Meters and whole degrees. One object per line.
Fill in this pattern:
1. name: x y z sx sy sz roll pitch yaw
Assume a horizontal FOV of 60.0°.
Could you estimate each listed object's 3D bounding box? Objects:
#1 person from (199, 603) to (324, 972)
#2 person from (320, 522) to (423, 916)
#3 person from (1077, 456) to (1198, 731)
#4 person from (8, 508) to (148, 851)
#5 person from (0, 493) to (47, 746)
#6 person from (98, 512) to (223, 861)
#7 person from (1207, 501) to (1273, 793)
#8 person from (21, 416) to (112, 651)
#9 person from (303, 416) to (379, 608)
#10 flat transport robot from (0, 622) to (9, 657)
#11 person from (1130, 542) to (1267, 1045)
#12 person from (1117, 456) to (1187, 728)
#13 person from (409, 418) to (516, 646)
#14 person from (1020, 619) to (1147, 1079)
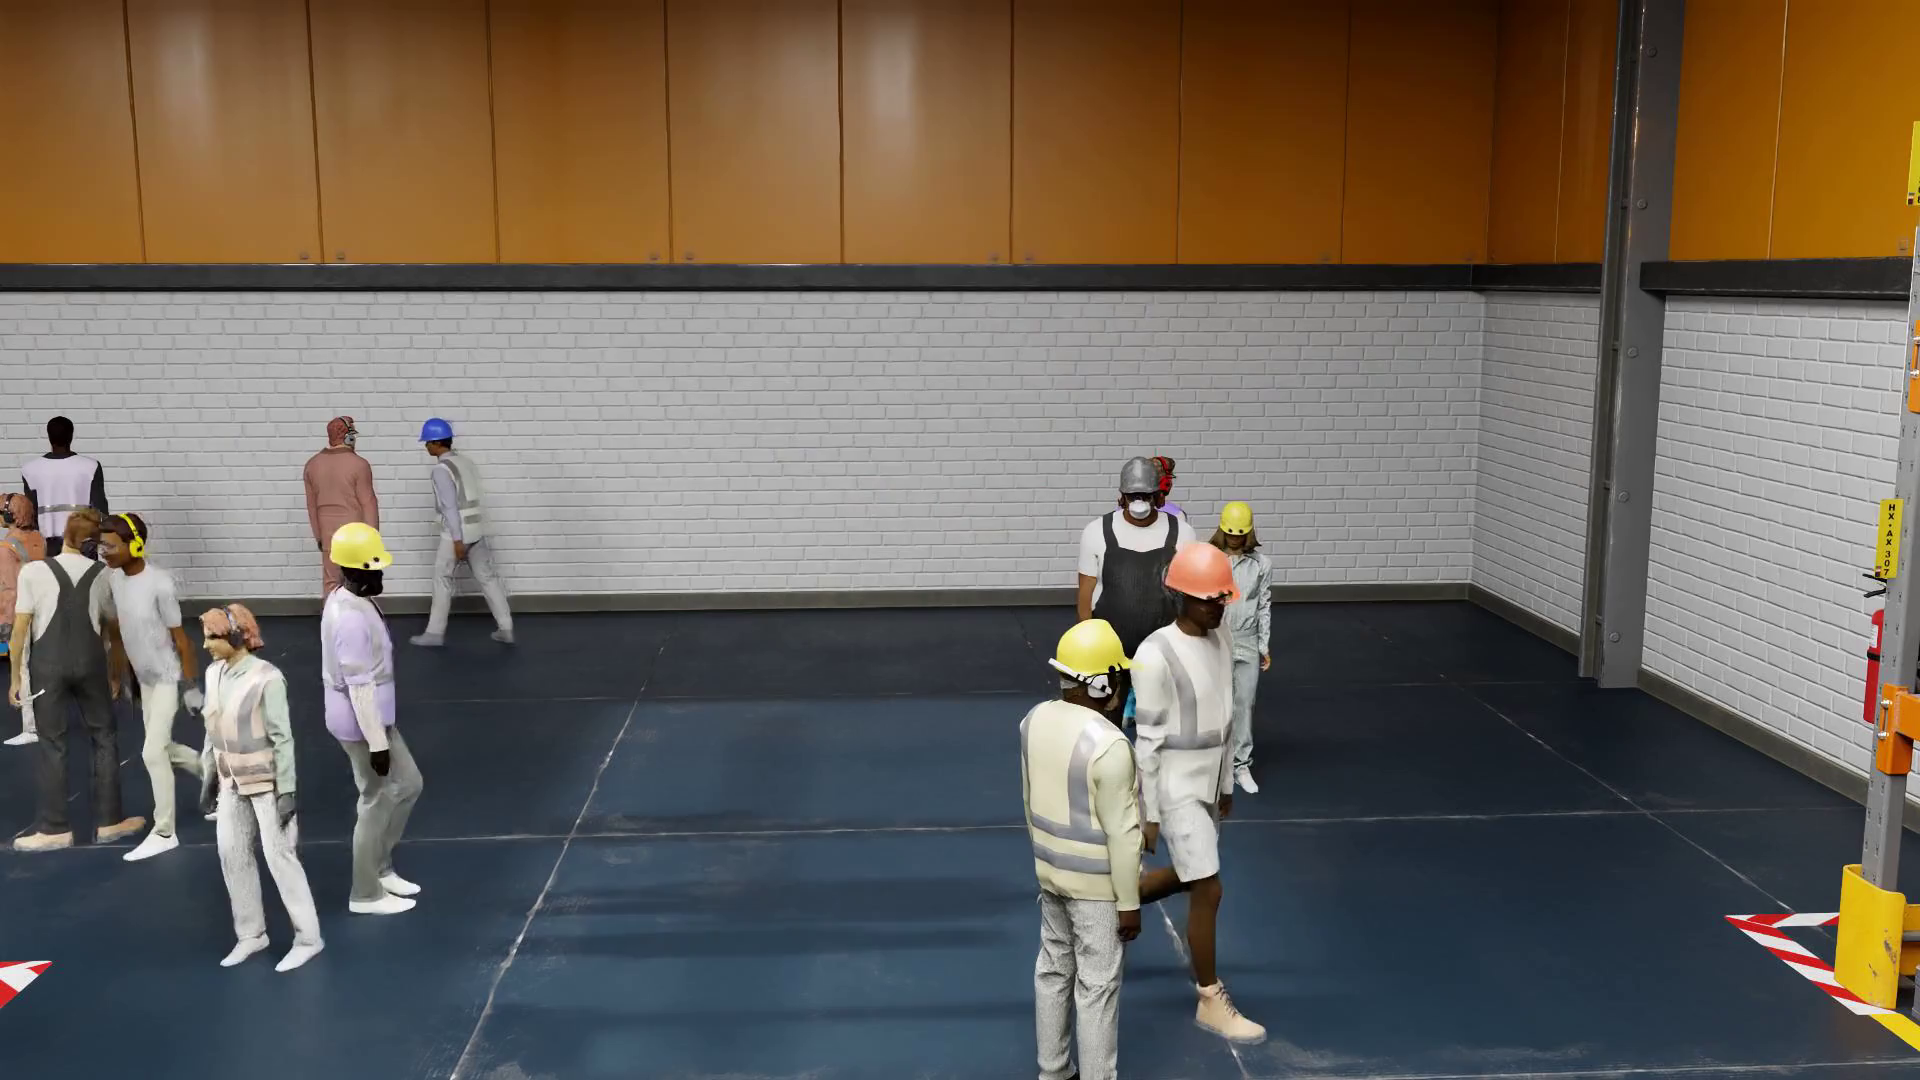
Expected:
1. person: -3.092 1.076 7.274 0.525 1.616 0.379 6 11 31
2. person: -2.731 0.844 7.848 0.493 1.897 0.629 -3 9 -17
3. person: 1.004 0.539 9.332 0.685 2.000 0.535 0 9 1
4. person: -4.757 0.744 8.816 0.659 1.808 0.343 -7 11 -37
5. person: -6.065 0.506 10.794 0.306 1.640 0.523 -1 9 -6
6. person: -4.174 0.729 8.849 0.537 1.832 0.733 6 11 33
7. person: 1.585 0.631 9.715 0.484 1.735 0.311 0 9 -3
8. person: -7.092 -0.025 13.247 0.596 1.921 0.384 -2 9 -15
9. person: -4.921 -0.041 13.394 0.636 1.911 0.404 3 10 20
10. flat transport robot: -7.824 0.814 13.147 1.431 0.197 0.652 -6 11 -32
11. person: 0.849 0.974 6.758 0.908 2.004 0.616 7 12 39
12. person: 1.260 0.365 11.034 0.373 1.843 0.572 -9 12 -43
13. person: -4.069 -0.059 13.638 0.851 1.884 0.638 1 9 8
14. person: 0.460 1.184 5.932 0.404 1.833 0.590 -6 11 -31
